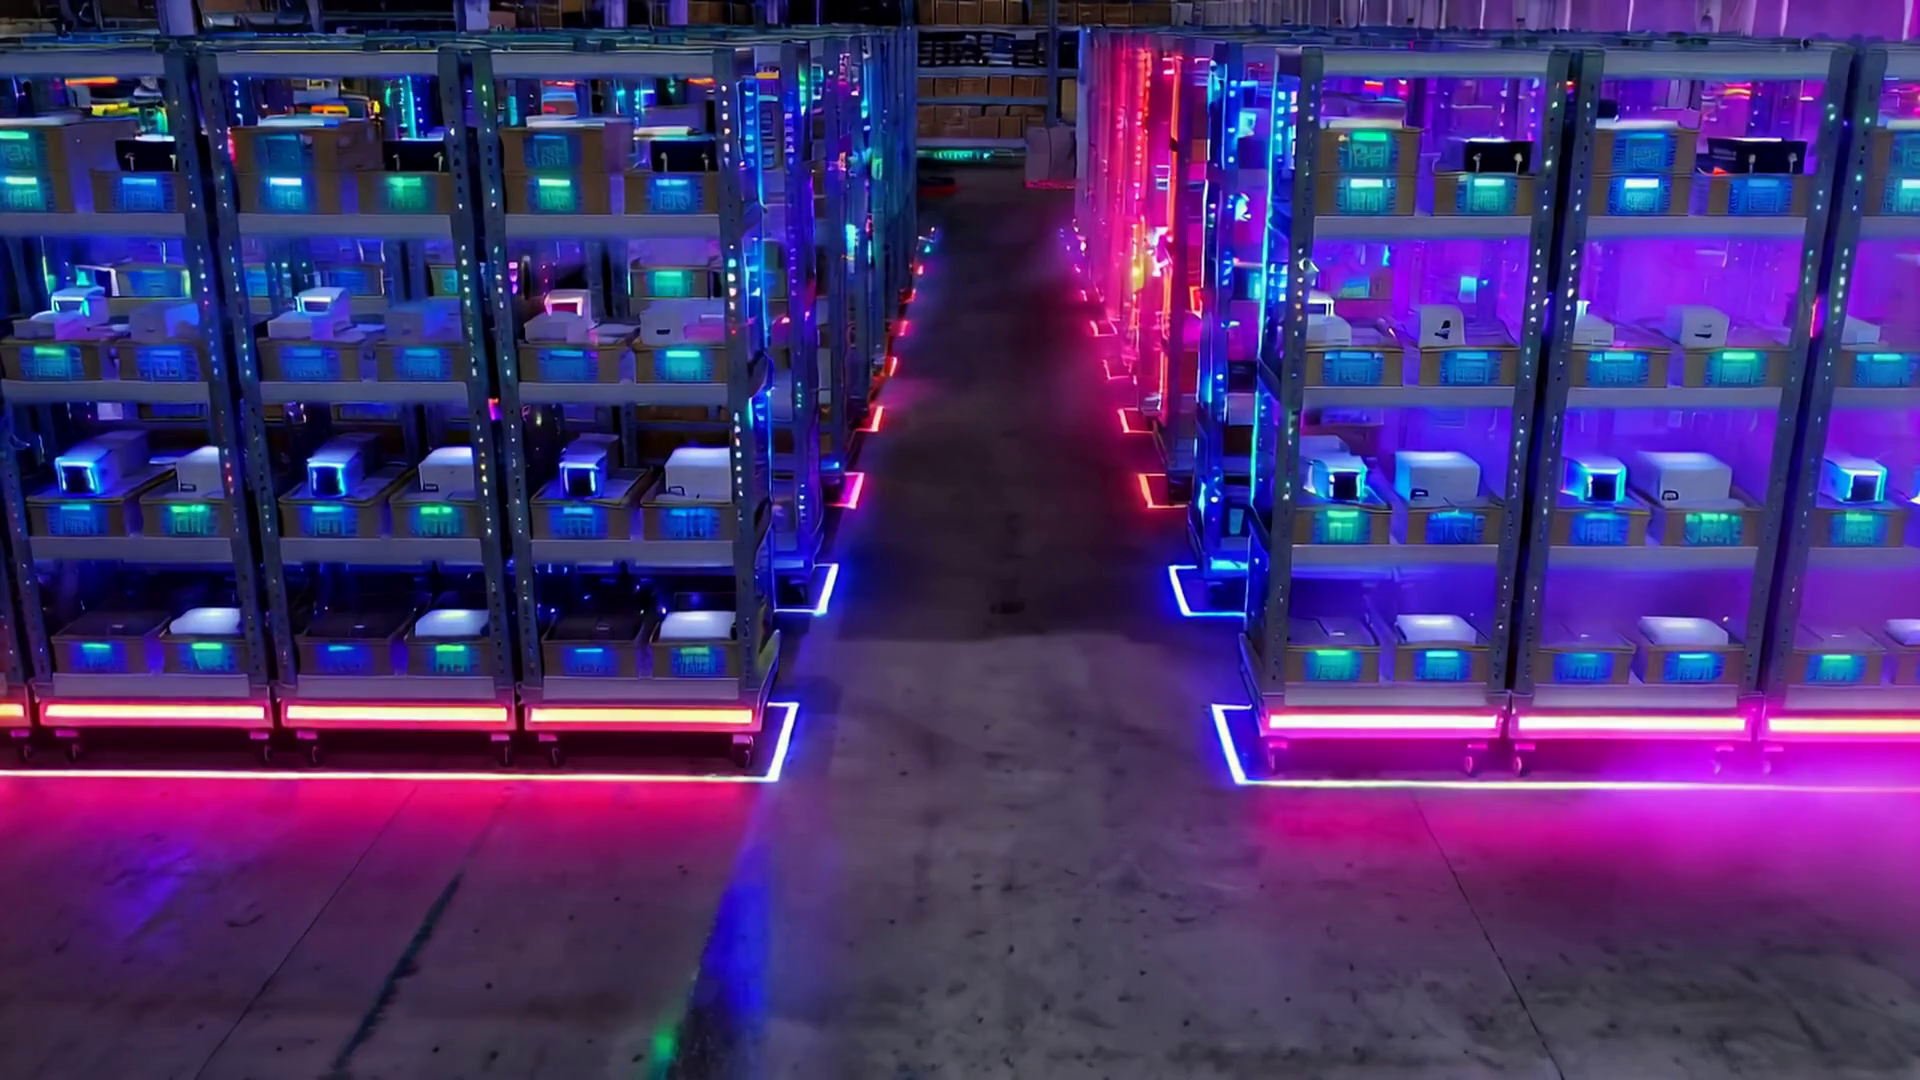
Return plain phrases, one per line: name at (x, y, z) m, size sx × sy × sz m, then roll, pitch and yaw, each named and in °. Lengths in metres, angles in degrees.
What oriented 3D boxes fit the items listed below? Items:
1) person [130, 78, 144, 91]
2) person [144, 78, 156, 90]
person at (-26.634, -14.013, 53.926) m, size 0.661 × 1.890 × 0.578 m, roll -2°, pitch 18°, yaw -6°
person at (-26.692, -14.361, 55.047) m, size 1.014 × 1.875 × 0.625 m, roll 2°, pitch 18°, yaw 7°
